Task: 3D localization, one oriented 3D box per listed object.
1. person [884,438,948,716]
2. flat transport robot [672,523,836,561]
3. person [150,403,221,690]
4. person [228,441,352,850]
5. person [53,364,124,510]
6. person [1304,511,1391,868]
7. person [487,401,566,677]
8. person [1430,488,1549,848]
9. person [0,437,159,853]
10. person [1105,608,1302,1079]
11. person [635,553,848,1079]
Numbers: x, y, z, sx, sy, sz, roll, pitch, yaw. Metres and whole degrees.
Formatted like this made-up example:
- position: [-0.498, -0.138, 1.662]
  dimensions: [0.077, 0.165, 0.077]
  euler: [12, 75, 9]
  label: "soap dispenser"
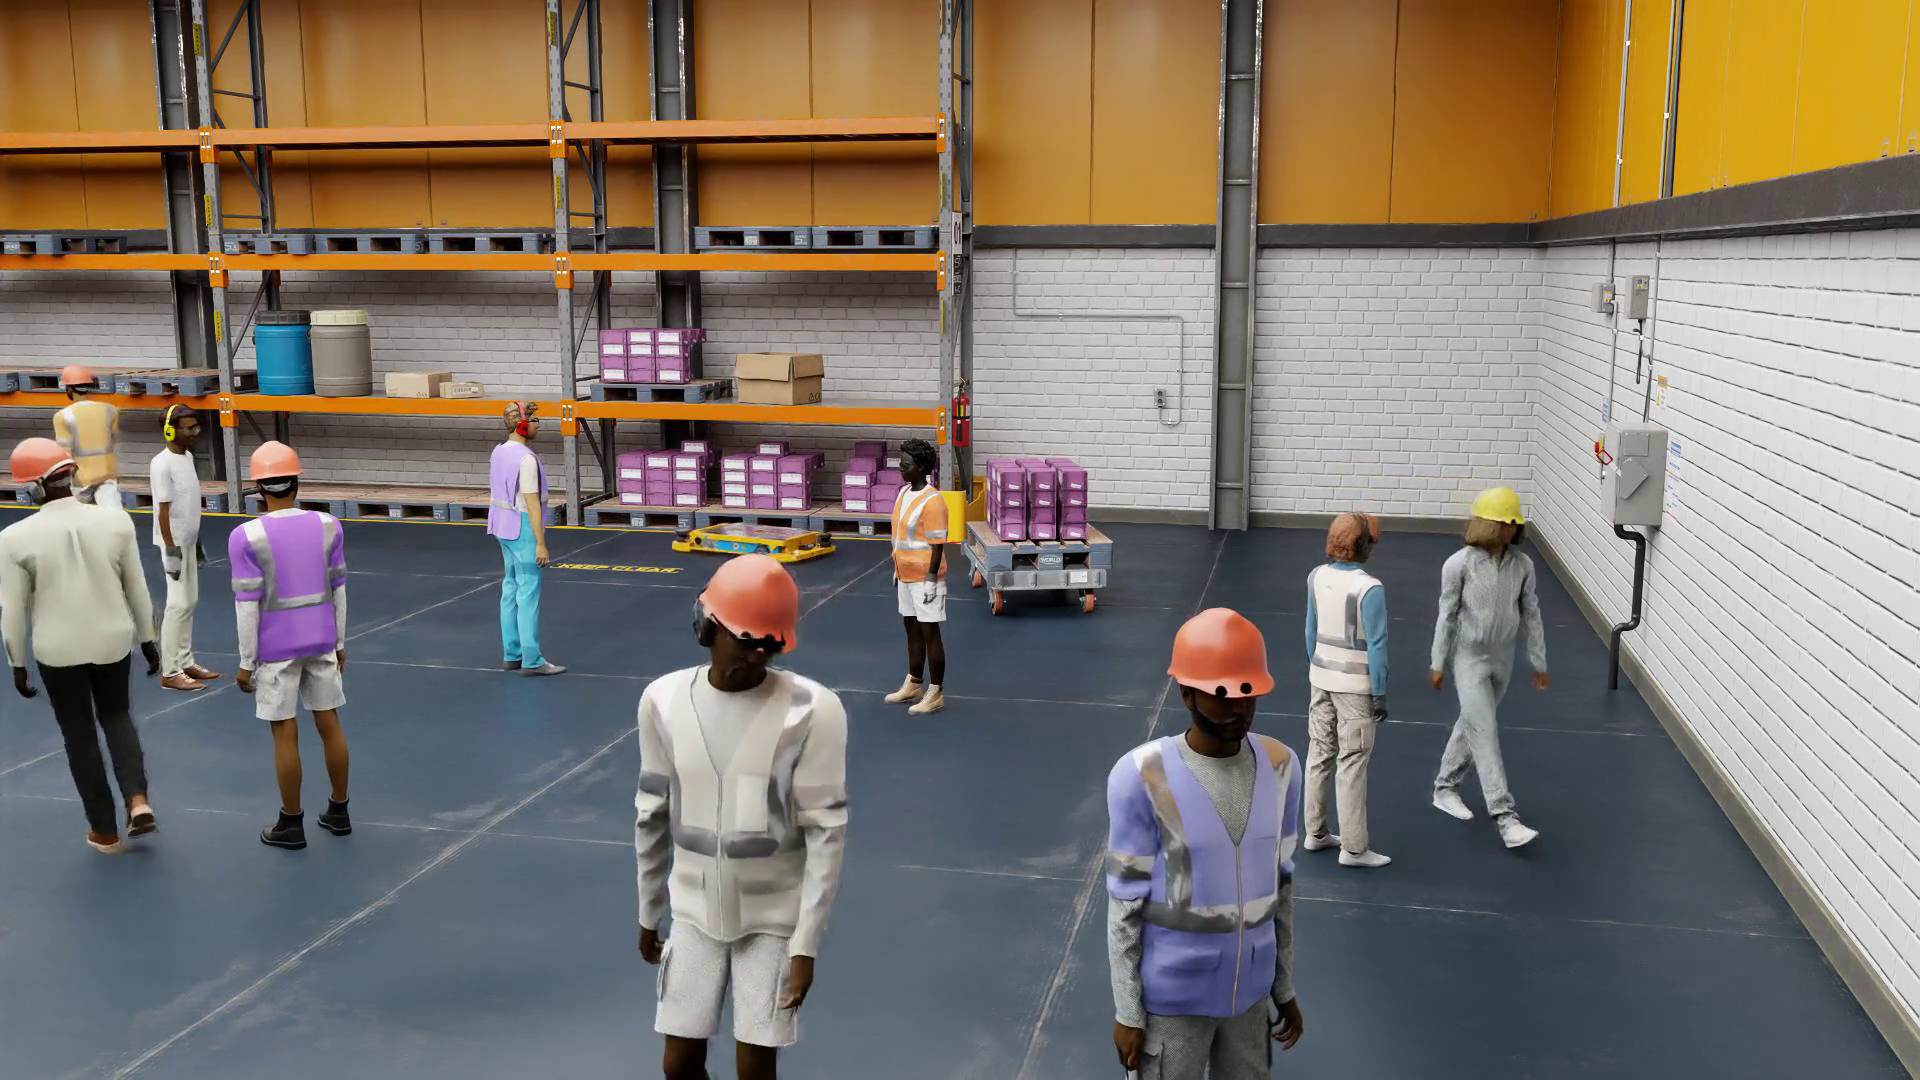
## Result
- position: [-0.258, 0.220, 10.220]
  dimensions: [0.318, 1.697, 0.535]
  euler: [-5, 11, -29]
  label: "person"
- position: [-1.950, 0.008, 15.687]
  dimensions: [1.431, 0.197, 0.652]
  euler: [5, 11, 28]
  label: "flat transport robot"
- position: [-5.053, 0.045, 10.802]
  dimensions: [0.339, 1.857, 0.515]
  euler: [-1, 10, -4]
  label: "person"
- position: [-3.171, 0.498, 7.878]
  dimensions: [0.376, 1.933, 0.545]
  euler: [9, 13, 42]
  label: "person"
- position: [-7.451, -0.565, 14.277]
  dimensions: [0.935, 1.904, 0.555]
  euler: [9, 13, 42]
  label: "person"
- position: [1.776, 0.682, 7.651]
  dimensions: [0.311, 1.640, 0.513]
  euler: [-5, 11, -26]
  label: "person"
- position: [-2.938, -0.007, 11.119]
  dimensions: [0.389, 1.847, 0.563]
  euler: [-8, 12, -39]
  label: "person"
- position: [2.577, 0.595, 7.979]
  dimensions: [0.511, 1.688, 0.904]
  euler: [-4, 10, -21]
  label: "person"
- position: [-4.094, 0.501, 7.741]
  dimensions: [0.648, 1.970, 0.442]
  euler: [-9, 13, -43]
  label: "person"
- position: [0.628, 1.119, 4.184]
  dimensions: [0.542, 1.938, 0.358]
  euler: [-4, 10, -23]
  label: "person"
- position: [-0.617, 1.029, 4.486]
  dimensions: [0.647, 2.012, 0.477]
  euler: [2, 10, 14]
  label: "person"
